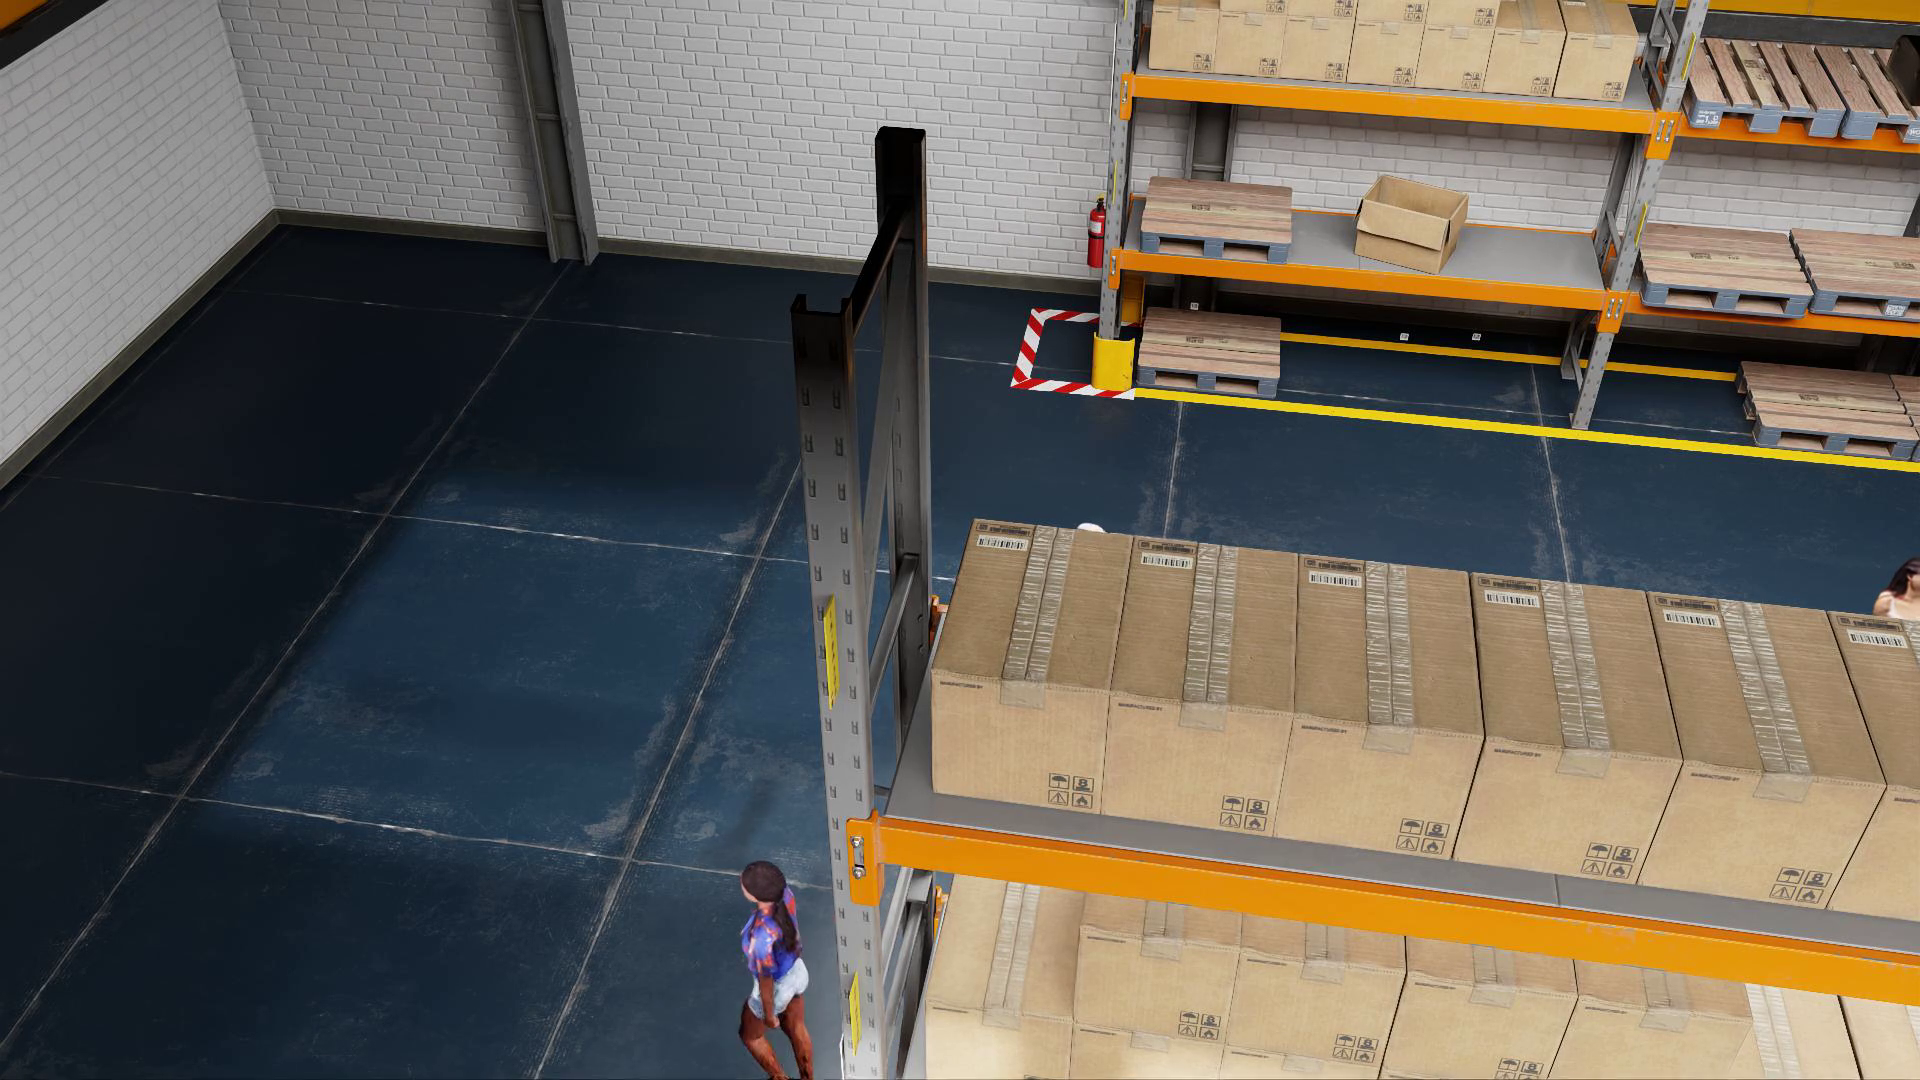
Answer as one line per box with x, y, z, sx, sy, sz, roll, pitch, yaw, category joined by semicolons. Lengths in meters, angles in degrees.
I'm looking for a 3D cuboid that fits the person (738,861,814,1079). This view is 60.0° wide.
-0.840;2.296;8.469;0.659;1.725;0.647;11;40;13;person
